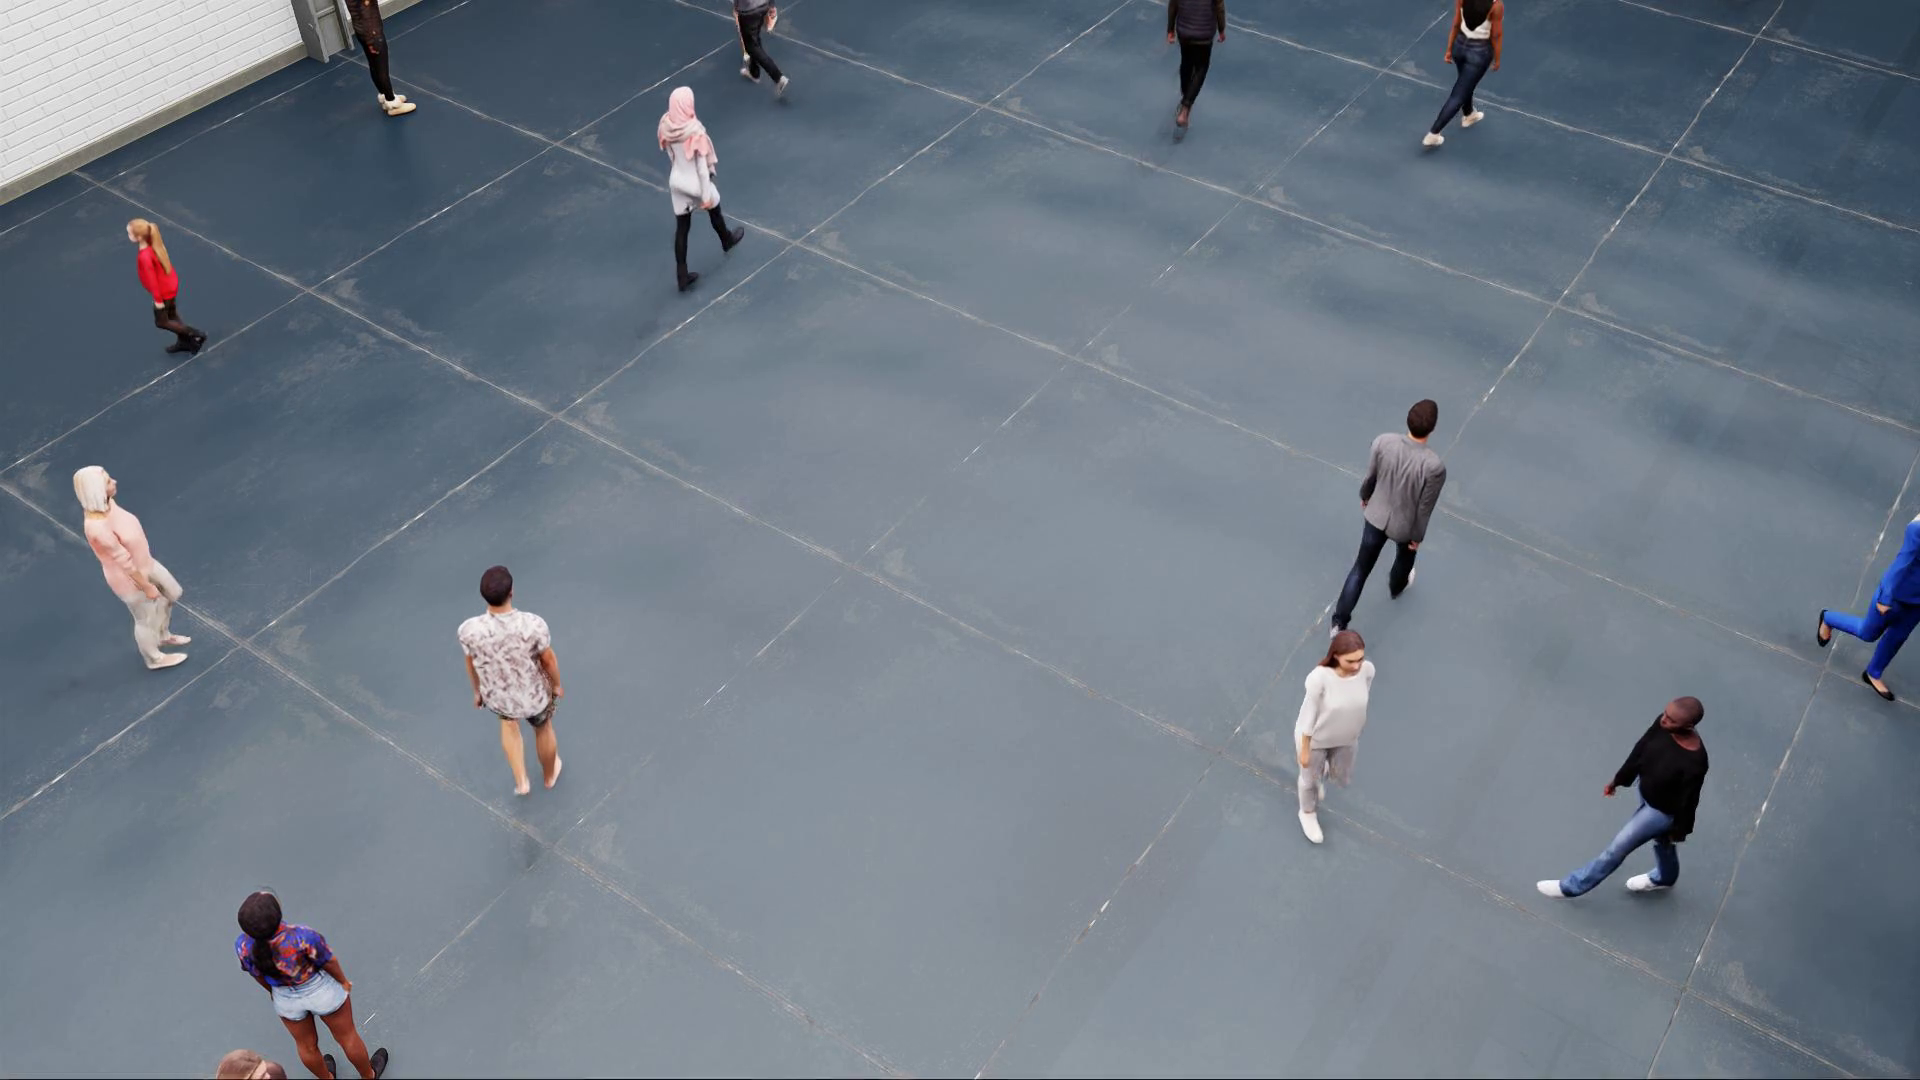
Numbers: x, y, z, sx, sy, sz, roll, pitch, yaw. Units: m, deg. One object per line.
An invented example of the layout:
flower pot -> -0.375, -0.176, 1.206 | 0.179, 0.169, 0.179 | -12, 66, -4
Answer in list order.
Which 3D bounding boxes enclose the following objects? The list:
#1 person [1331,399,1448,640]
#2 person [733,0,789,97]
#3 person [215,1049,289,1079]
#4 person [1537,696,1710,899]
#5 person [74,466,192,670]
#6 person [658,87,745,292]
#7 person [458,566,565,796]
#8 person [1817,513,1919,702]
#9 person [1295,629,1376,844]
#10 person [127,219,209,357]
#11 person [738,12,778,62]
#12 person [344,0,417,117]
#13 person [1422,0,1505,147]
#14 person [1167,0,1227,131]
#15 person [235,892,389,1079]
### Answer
person -> 2.804, -0.078, 10.918 | 0.697, 1.825, 1.218 | 25, 49, 24
person -> -1.984, -5.203, 16.360 | 0.712, 1.738, 0.980 | 30, 51, 28
person -> -3.353, 2.884, 7.932 | 0.766, 1.656, 1.021 | 24, 48, 23
person -> 4.015, 1.475, 9.378 | 1.096, 1.701, 1.101 | -4, 44, -4
person -> -5.410, 0.230, 10.676 | 0.765, 1.712, 0.721 | -15, 46, -15
person -> -2.306, -2.904, 13.935 | 0.742, 1.755, 1.180 | 20, 47, 19
person -> -2.640, 0.927, 9.879 | 0.861, 1.803, 0.919 | -5, 44, -5
person -> 5.984, 0.273, 10.649 | 0.958, 1.688, 0.964 | -15, 46, -15
person -> 2.136, 1.084, 9.804 | 0.802, 1.679, 0.857 | -12, 45, -12
person -> -6.346, -2.013, 13.347 | 0.725, 1.275, 0.661 | -10, 45, -11
person -> -2.173, -5.725, 16.964 | 0.923, 1.660, 1.197 | 7, 44, 7
person -> -5.714, -4.888, 16.086 | 0.662, 1.661, 0.611 | 26, 49, 25
person -> 4.744, -4.508, 15.613 | 1.279, 1.763, 0.905 | -28, 50, -26
person -> 2.234, -4.803, 15.889 | 0.777, 1.810, 1.126 | 20, 47, 19
person -> -3.326, 2.315, 8.466 | 0.662, 1.743, 0.716 | -6, 44, -6
